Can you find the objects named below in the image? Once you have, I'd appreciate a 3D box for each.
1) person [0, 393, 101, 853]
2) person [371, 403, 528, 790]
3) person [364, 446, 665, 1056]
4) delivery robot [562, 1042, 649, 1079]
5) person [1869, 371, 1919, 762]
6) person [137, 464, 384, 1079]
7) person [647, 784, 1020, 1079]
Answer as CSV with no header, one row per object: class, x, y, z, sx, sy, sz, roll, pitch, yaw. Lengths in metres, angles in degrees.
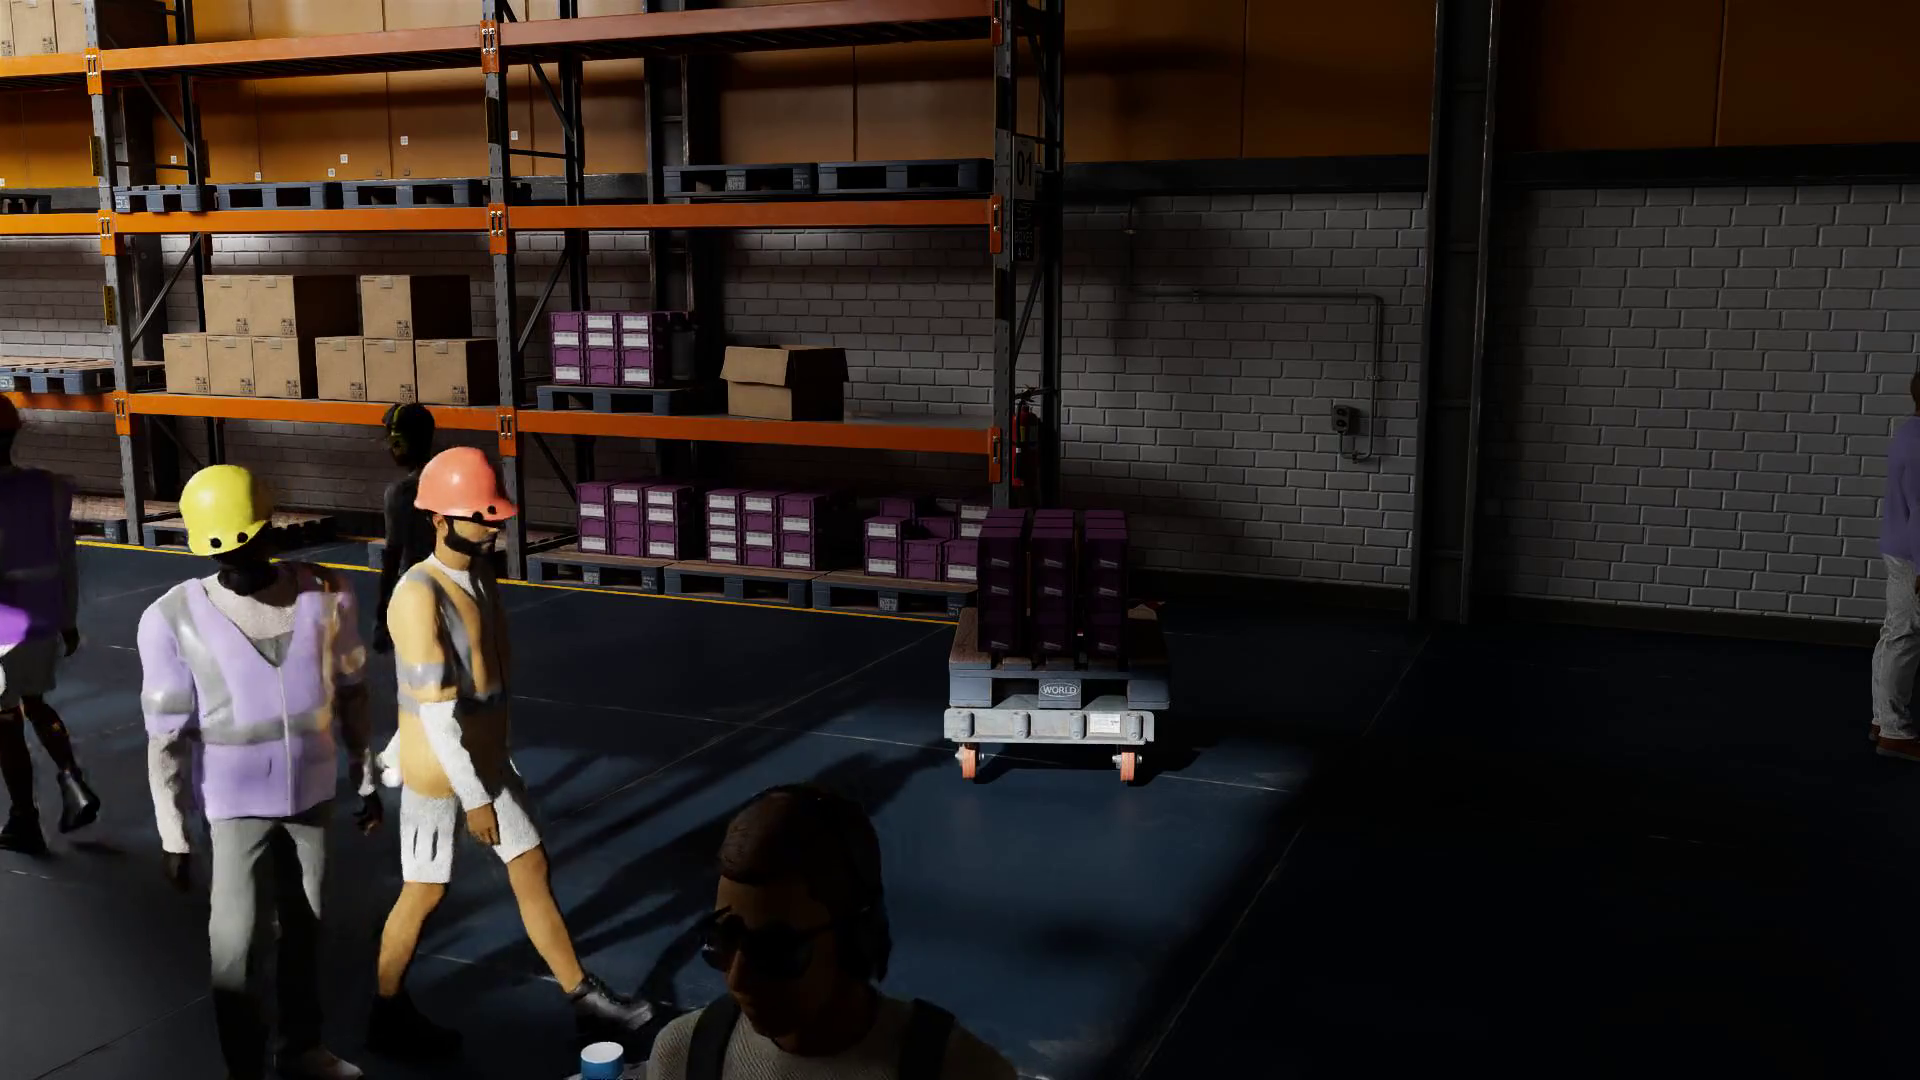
person,-3.854,0.341,6.761,0.423,1.927,0.564,4,10,23
person,-2.370,0.292,7.446,1.024,1.808,0.527,3,10,19
person,-1.419,0.664,4.956,0.965,1.885,0.556,1,10,9
delivery robot,-0.846,1.445,3.976,0.707,0.478,0.477,-8,12,-40
person,4.711,0.103,8.164,0.372,1.940,0.630,4,10,24
person,-1.953,0.713,4.689,0.476,1.888,0.627,9,13,43
person,-0.134,1.169,2.128,0.528,1.826,0.645,3,10,20
